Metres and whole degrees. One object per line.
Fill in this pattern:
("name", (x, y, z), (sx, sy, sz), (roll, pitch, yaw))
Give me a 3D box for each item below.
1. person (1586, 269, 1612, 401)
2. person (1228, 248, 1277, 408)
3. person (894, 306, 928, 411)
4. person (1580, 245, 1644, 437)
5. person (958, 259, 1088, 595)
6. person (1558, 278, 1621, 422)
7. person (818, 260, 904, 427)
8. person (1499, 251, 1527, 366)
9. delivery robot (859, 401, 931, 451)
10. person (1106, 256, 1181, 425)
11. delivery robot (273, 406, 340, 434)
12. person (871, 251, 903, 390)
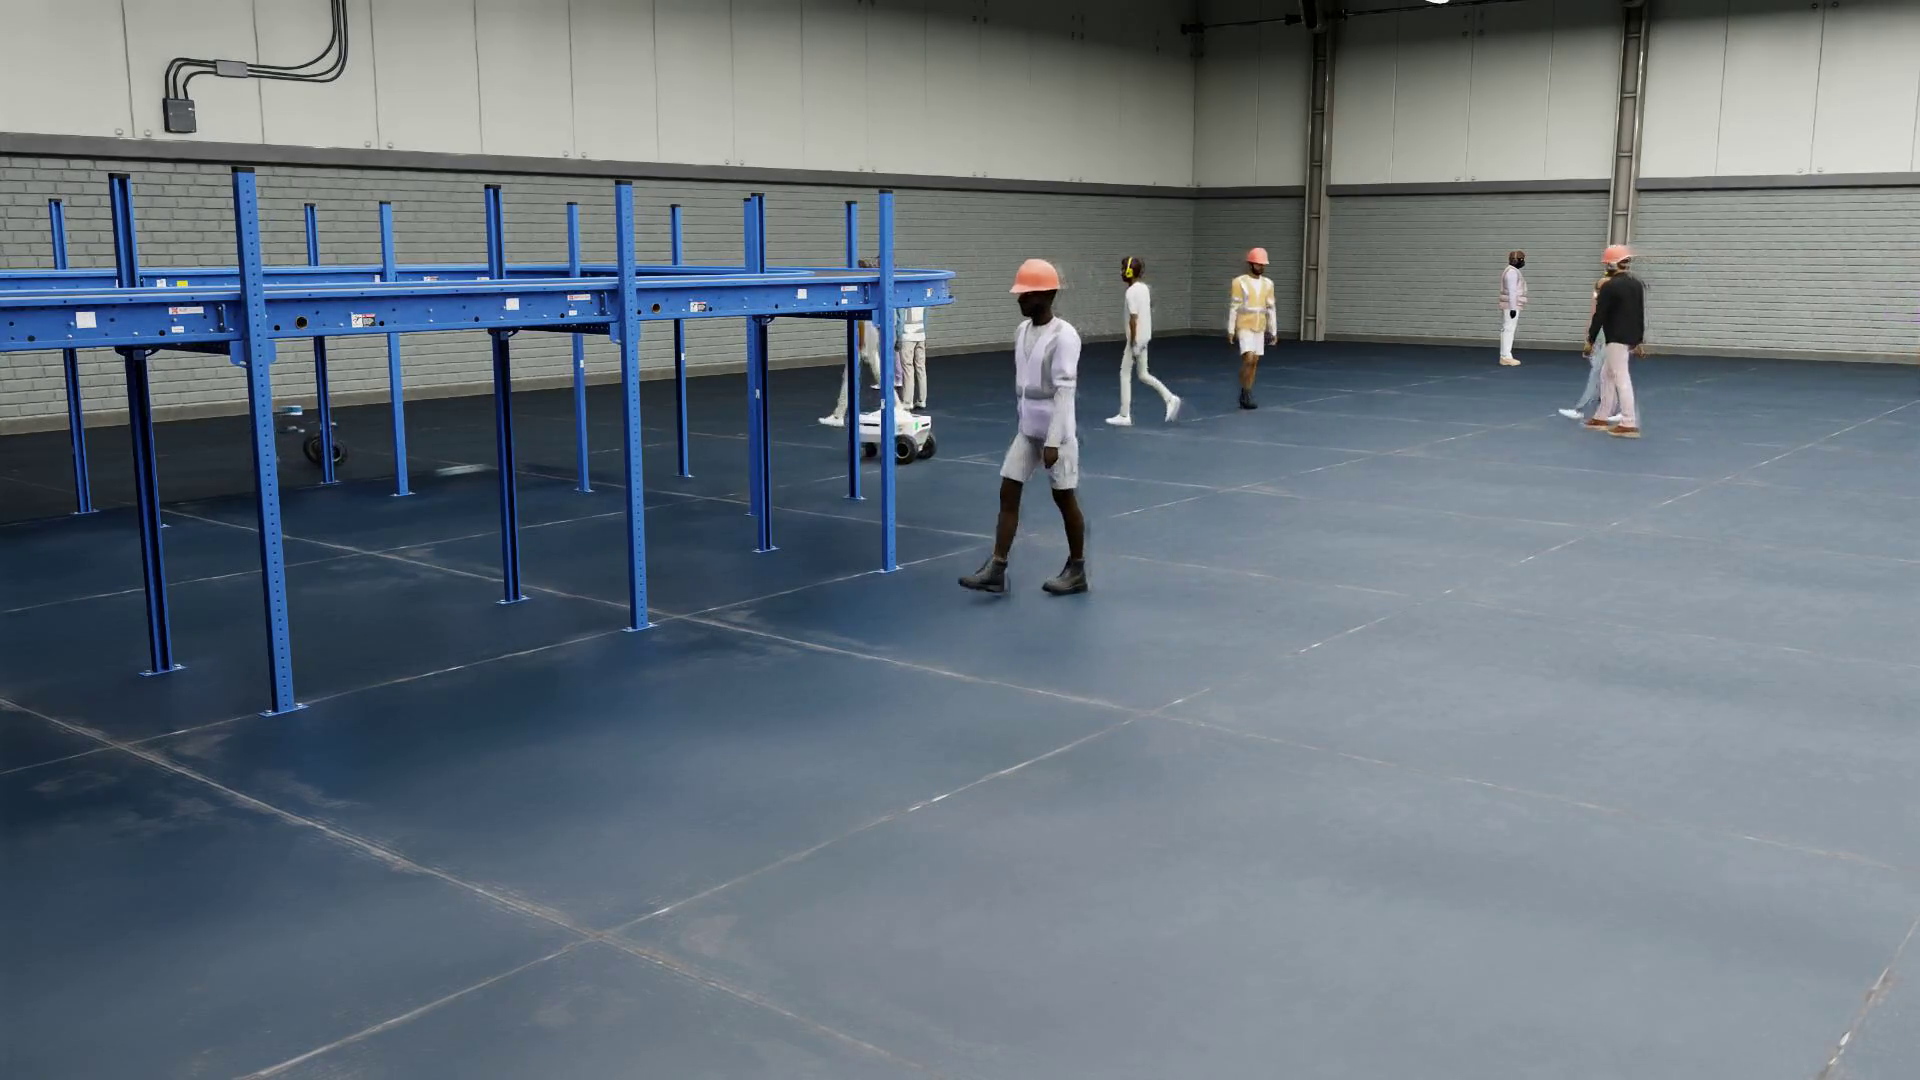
("person", (8.080, -2.577, 20.651), (0.543, 1.752, 0.485), (-1, 10, -4))
("person", (3.538, -2.526, 19.923), (0.588, 1.916, 0.566), (-4, 11, -22))
("person", (-0.580, -2.371, 19.840), (0.306, 1.641, 0.523), (9, 13, 40))
("person", (6.738, -2.074, 17.300), (0.607, 1.957, 0.844), (-9, 13, -40))
("person", (0.374, -0.611, 9.366), (0.914, 1.897, 0.578), (-7, 12, -34))
("person", (7.154, -2.121, 18.597), (0.853, 1.586, 0.498), (2, 10, 9))
("person", (-1.019, -2.118, 18.004), (1.027, 1.820, 0.512), (4, 11, 22))
("person", (8.998, -3.775, 27.067), (0.430, 1.843, 0.626), (3, 11, 14))
("delivery robot", (-0.639, -1.047, 15.378), (0.707, 0.478, 0.477), (4, 11, 23))
("person", (2.011, -2.176, 18.199), (0.778, 1.847, 0.528), (7, 12, 33))
("delivery robot", (-5.939, -1.088, 14.881), (0.698, 0.223, 0.335), (-7, 13, -35))
("person", (-0.996, -3.003, 22.610), (0.408, 1.906, 0.653), (6, 12, 32))
